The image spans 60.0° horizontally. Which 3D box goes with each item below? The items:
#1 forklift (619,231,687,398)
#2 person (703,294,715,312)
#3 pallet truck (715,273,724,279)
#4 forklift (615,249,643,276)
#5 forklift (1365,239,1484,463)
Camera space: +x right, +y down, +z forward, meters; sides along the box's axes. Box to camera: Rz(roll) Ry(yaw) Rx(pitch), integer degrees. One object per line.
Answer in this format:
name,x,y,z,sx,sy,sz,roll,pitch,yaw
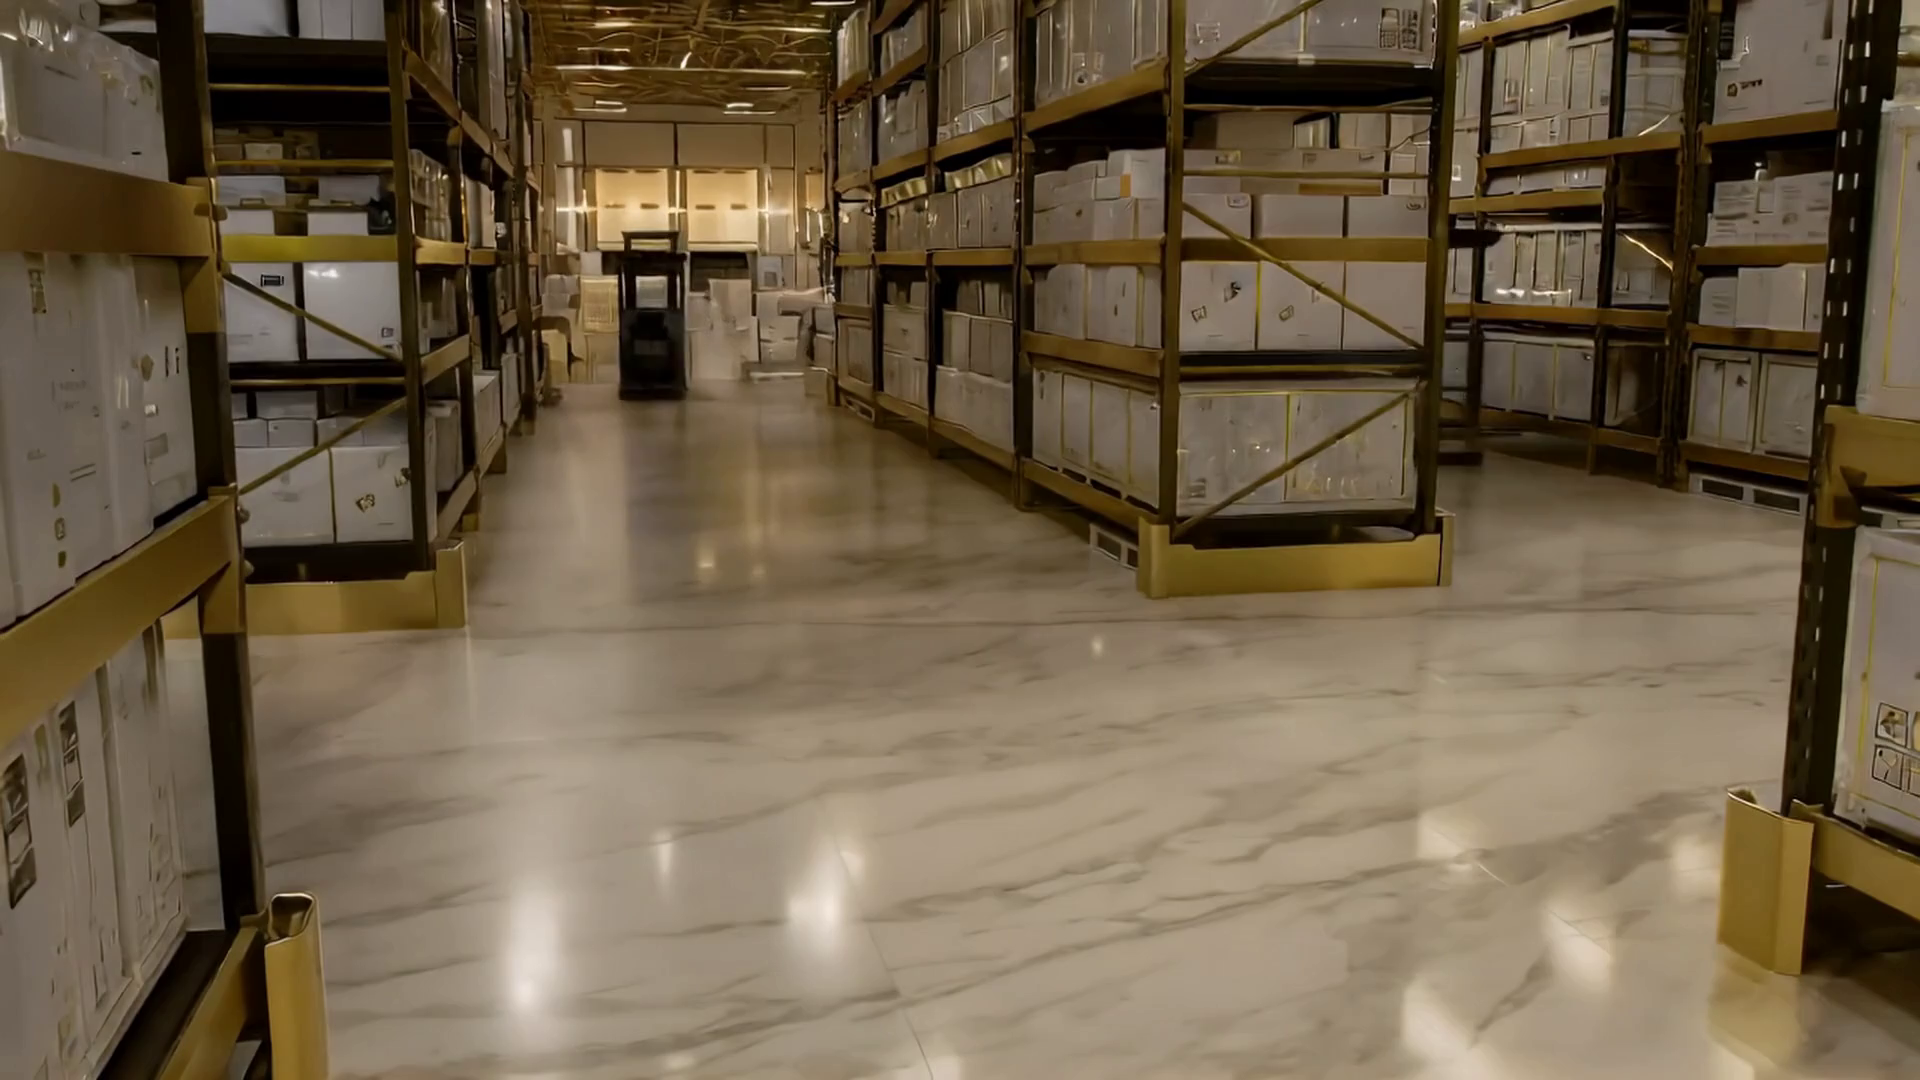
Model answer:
forklift,-5.274,-3.877,28.455,1.129,2.768,1.873,-1,9,-9
person,-5.542,-4.676,37.163,0.644,1.622,0.520,-4,10,-23
pallet truck,-8.580,-8.986,62.280,1.885,1.965,0.823,1,9,5
forklift,-11.057,-8.346,55.695,1.129,2.768,1.873,3,10,16
forklift,4.840,-2.286,18.755,1.873,2.768,1.129,-2,10,-12
